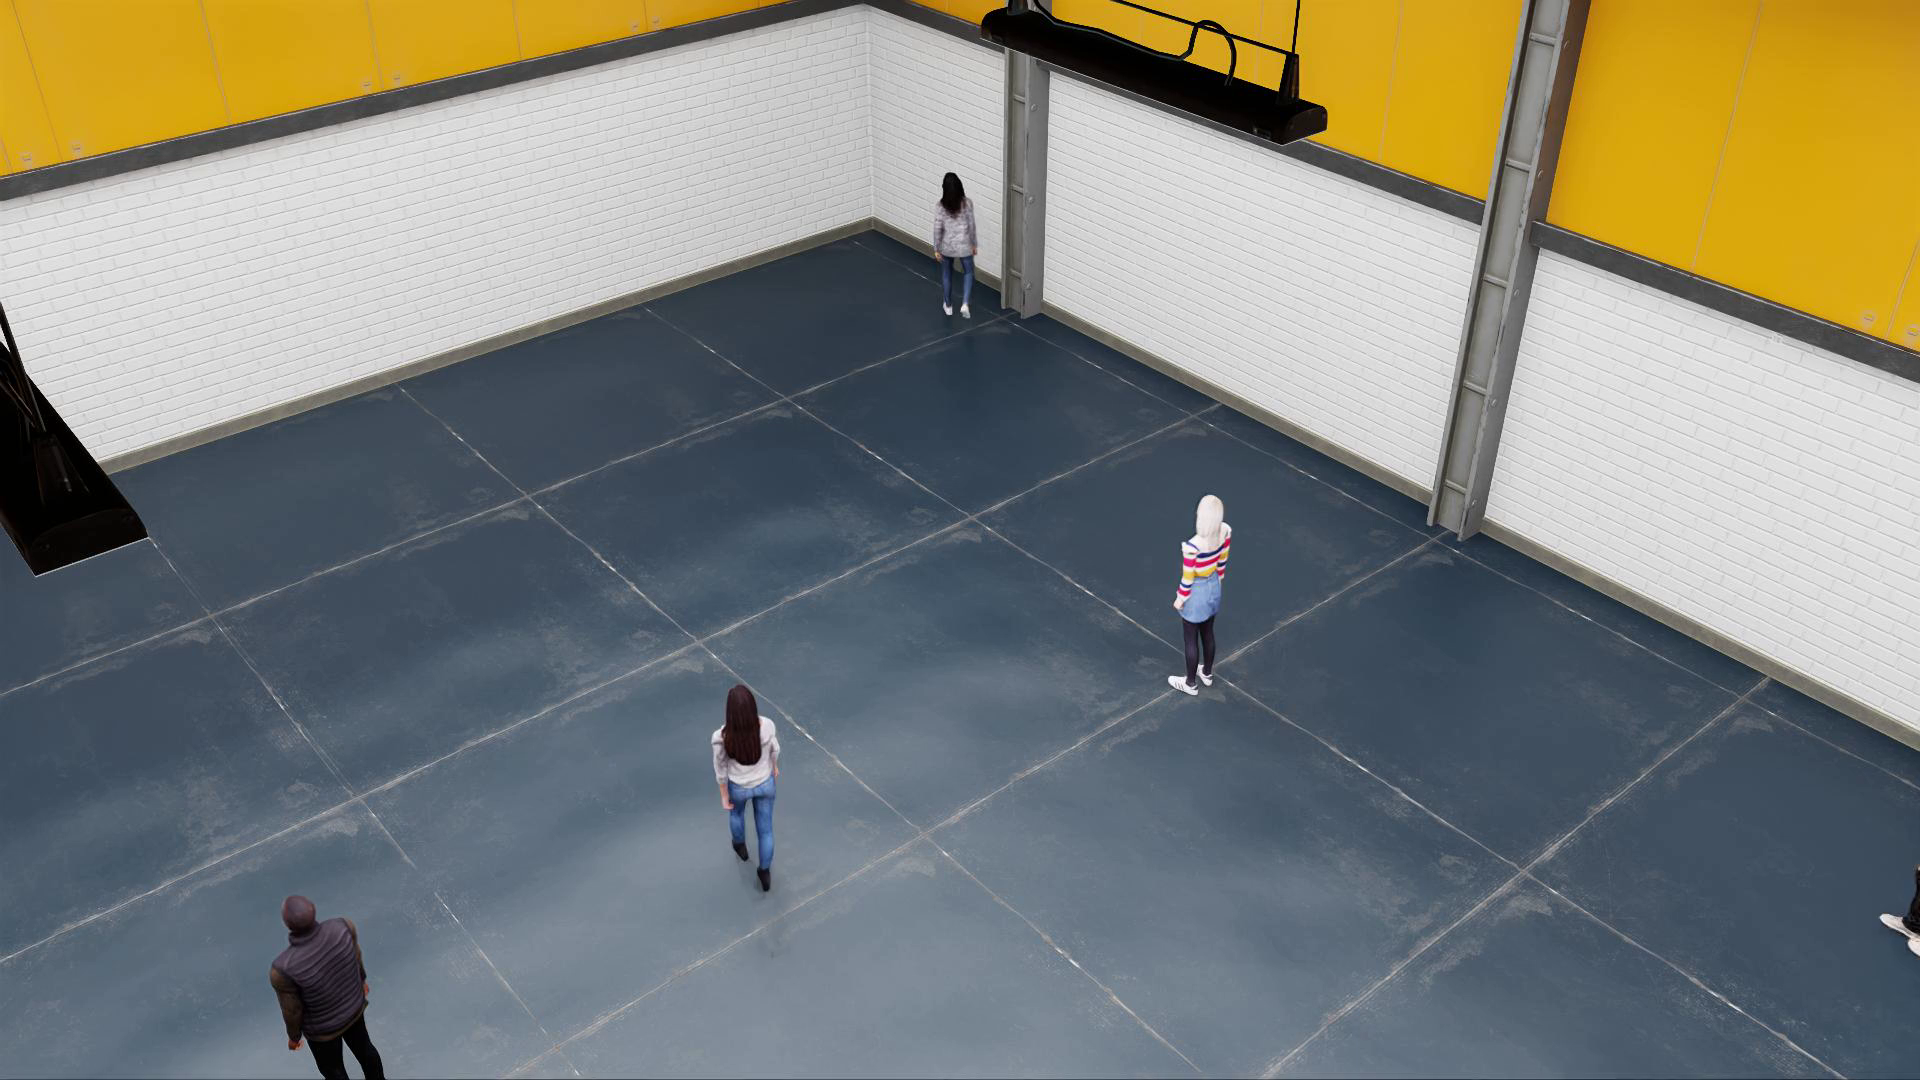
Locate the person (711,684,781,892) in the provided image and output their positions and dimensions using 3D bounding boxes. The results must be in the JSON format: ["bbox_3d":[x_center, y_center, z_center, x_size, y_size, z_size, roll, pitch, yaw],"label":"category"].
[{"bbox_3d":[-1.380,1.709,11.178,0.780,1.608,0.889,-8,35,-12],"label":"person"}]

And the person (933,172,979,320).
[{"bbox_3d":[-0.039,-3.241,18.520,0.931,1.723,1.017,-2,34,-2],"label":"person"}]

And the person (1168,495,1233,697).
[{"bbox_3d":[1.884,0.415,12.942,0.647,1.809,0.500,-25,41,-32],"label":"person"}]

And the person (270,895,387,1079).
[{"bbox_3d":[-3.585,2.696,9.486,0.687,1.836,0.757,20,38,27],"label":"person"}]
